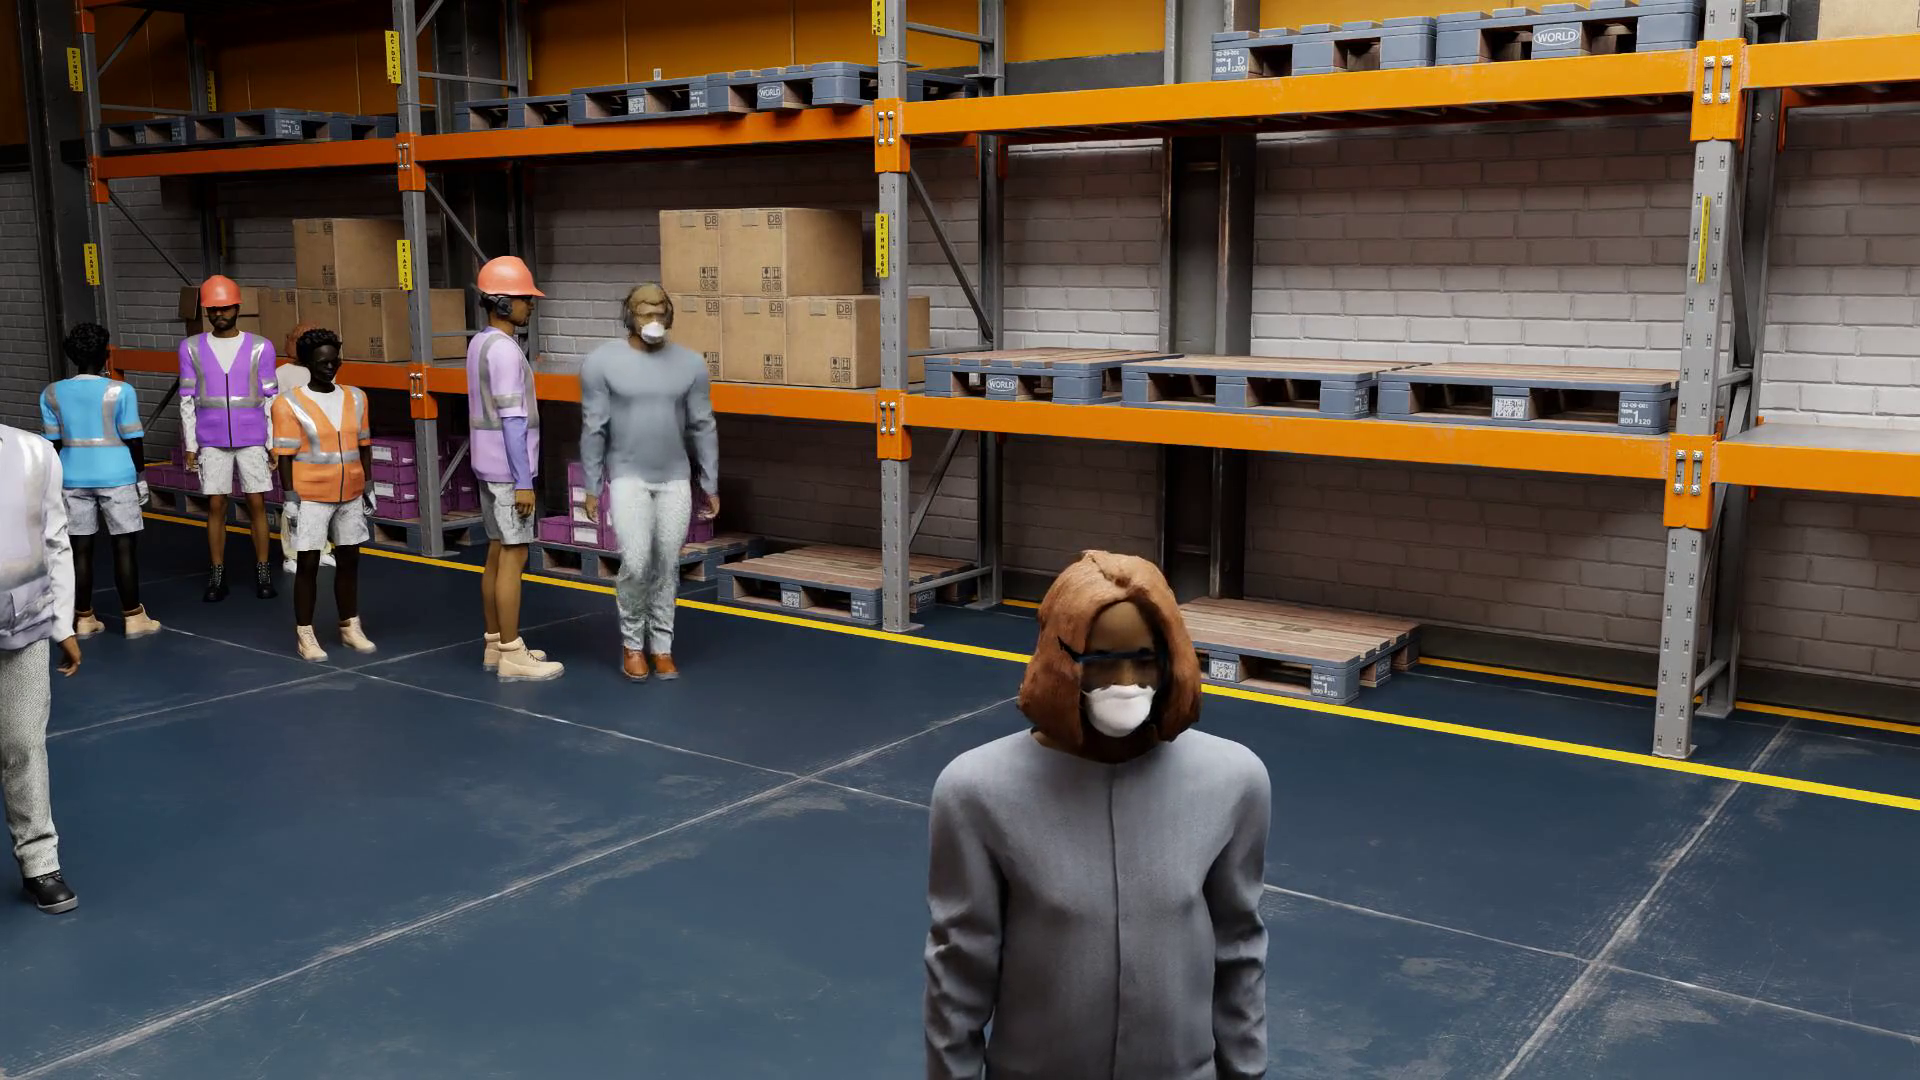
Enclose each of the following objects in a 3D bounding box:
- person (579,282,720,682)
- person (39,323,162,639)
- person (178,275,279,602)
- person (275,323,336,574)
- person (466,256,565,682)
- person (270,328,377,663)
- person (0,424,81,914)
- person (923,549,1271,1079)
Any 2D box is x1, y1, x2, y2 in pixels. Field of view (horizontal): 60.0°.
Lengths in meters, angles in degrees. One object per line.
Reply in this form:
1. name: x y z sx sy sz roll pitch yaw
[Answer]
1. person: -1.462 -0.260 7.946 0.653 1.918 0.489 -5 11 -28
2. person: -4.593 -0.306 8.884 0.533 1.697 0.318 0 10 0
3. person: -4.337 -0.598 9.908 0.550 1.937 0.357 -3 10 -20
4. person: -4.240 -0.595 10.821 0.285 1.627 0.501 5 11 27
5. person: -2.164 -0.339 8.050 0.374 2.042 0.615 -5 11 -28
6. person: -3.211 -0.224 8.436 0.322 1.689 0.536 7 12 38
7. person: -2.981 0.272 5.038 0.586 1.833 0.403 -9 13 -43
8. person: 0.200 0.818 2.378 0.508 1.631 0.271 -2 10 -10
